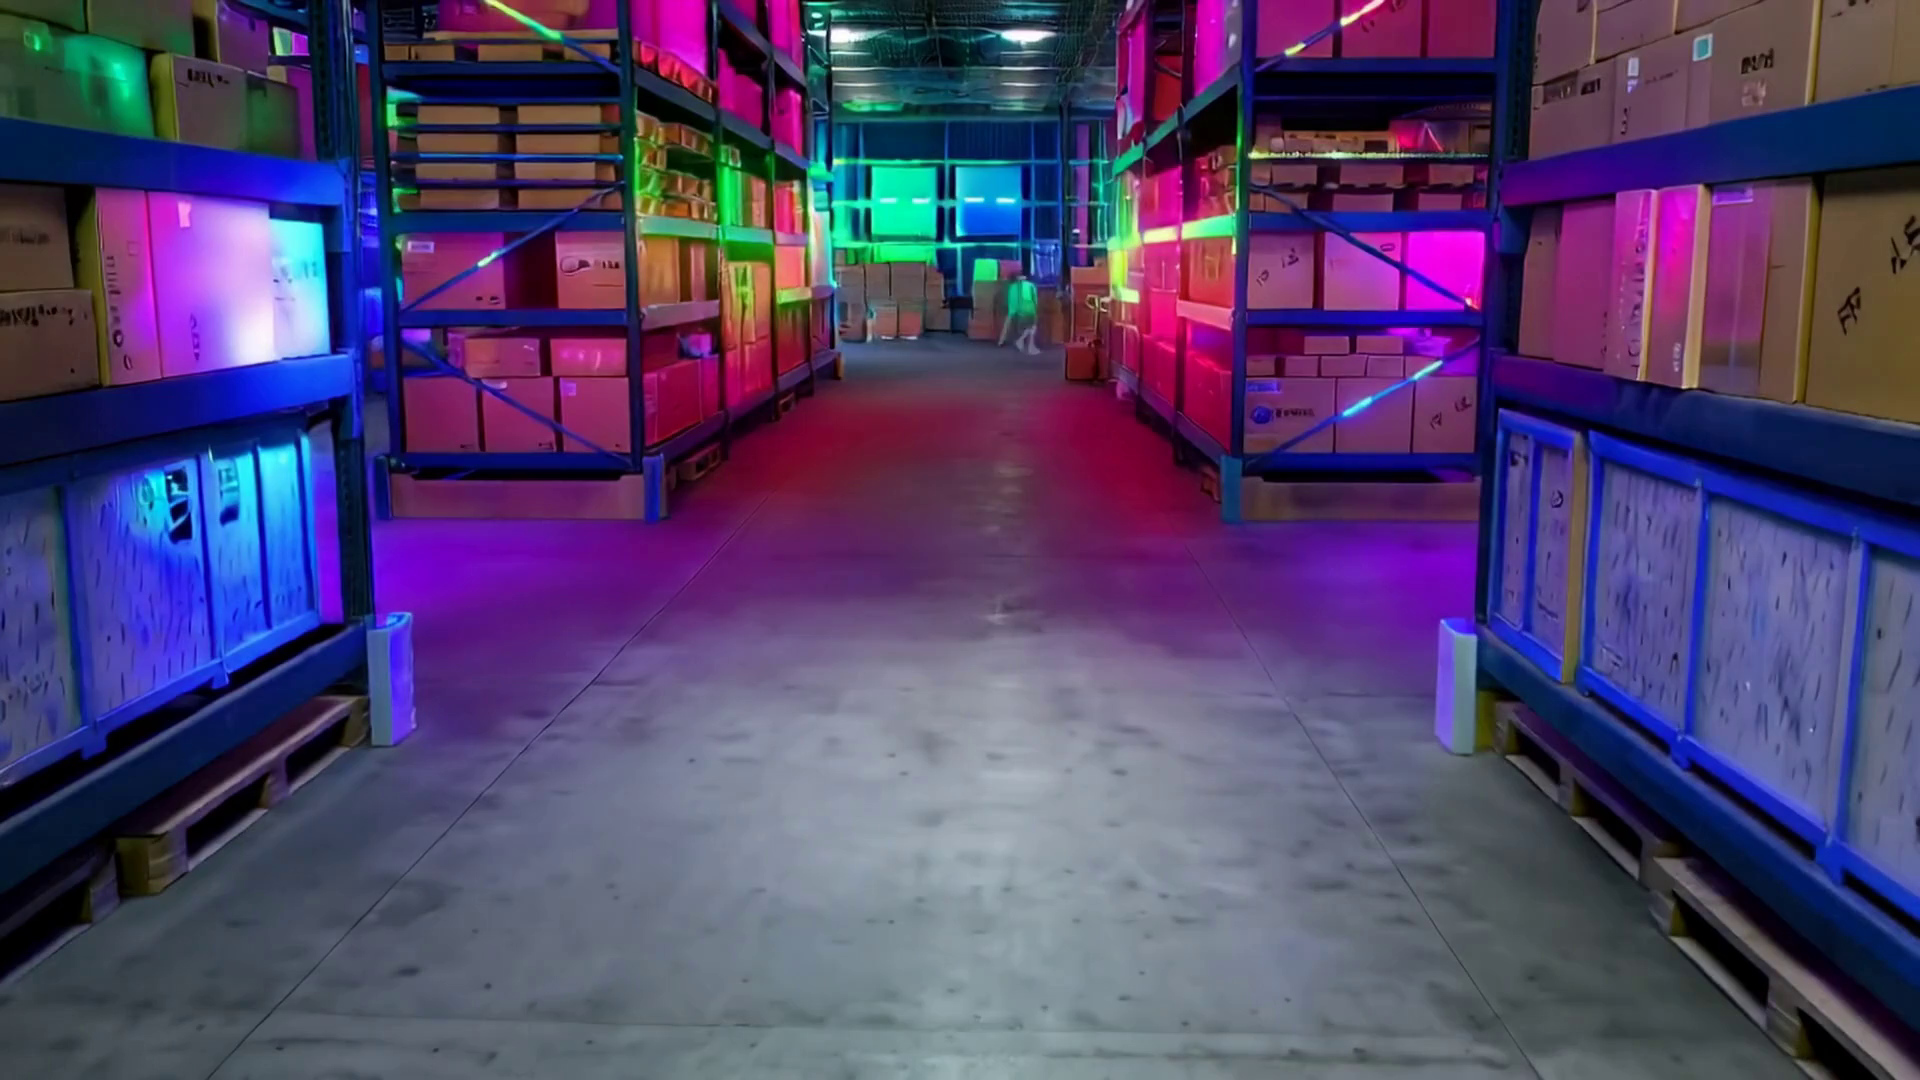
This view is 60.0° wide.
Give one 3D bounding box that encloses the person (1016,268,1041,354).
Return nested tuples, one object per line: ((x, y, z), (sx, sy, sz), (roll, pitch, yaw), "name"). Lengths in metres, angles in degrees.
((1.493, -5.052, 36.781), (0.591, 1.889, 0.596), (-6, 11, -31), "person")

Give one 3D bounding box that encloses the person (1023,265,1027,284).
((2.085, -8.350, 56.396), (0.631, 1.940, 0.372), (-3, 10, -18), "person")

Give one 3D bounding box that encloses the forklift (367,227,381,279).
((-13.120, -5.826, 38.458), (1.129, 2.768, 1.873), (0, 9, 1), "forklift")

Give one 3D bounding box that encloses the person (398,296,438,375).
((-7.810, -2.886, 23.809), (0.546, 1.901, 0.959), (0, 9, 0), "person")

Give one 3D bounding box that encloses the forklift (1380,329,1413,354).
((5.443, -3.360, 23.691), (1.873, 2.768, 1.129), (0, 9, 1), "forklift")

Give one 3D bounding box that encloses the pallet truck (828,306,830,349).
((-3.100, -3.940, 29.800), (1.885, 1.965, 0.823), (3, 10, 19), "pallet truck")

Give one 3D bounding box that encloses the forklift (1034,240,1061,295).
((3.172, -9.648, 61.356), (1.129, 2.768, 1.873), (0, 9, 1), "forklift")

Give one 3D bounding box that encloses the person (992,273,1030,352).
((1.244, -5.137, 37.611), (0.937, 1.789, 0.629), (-5, 11, -26), "person")
